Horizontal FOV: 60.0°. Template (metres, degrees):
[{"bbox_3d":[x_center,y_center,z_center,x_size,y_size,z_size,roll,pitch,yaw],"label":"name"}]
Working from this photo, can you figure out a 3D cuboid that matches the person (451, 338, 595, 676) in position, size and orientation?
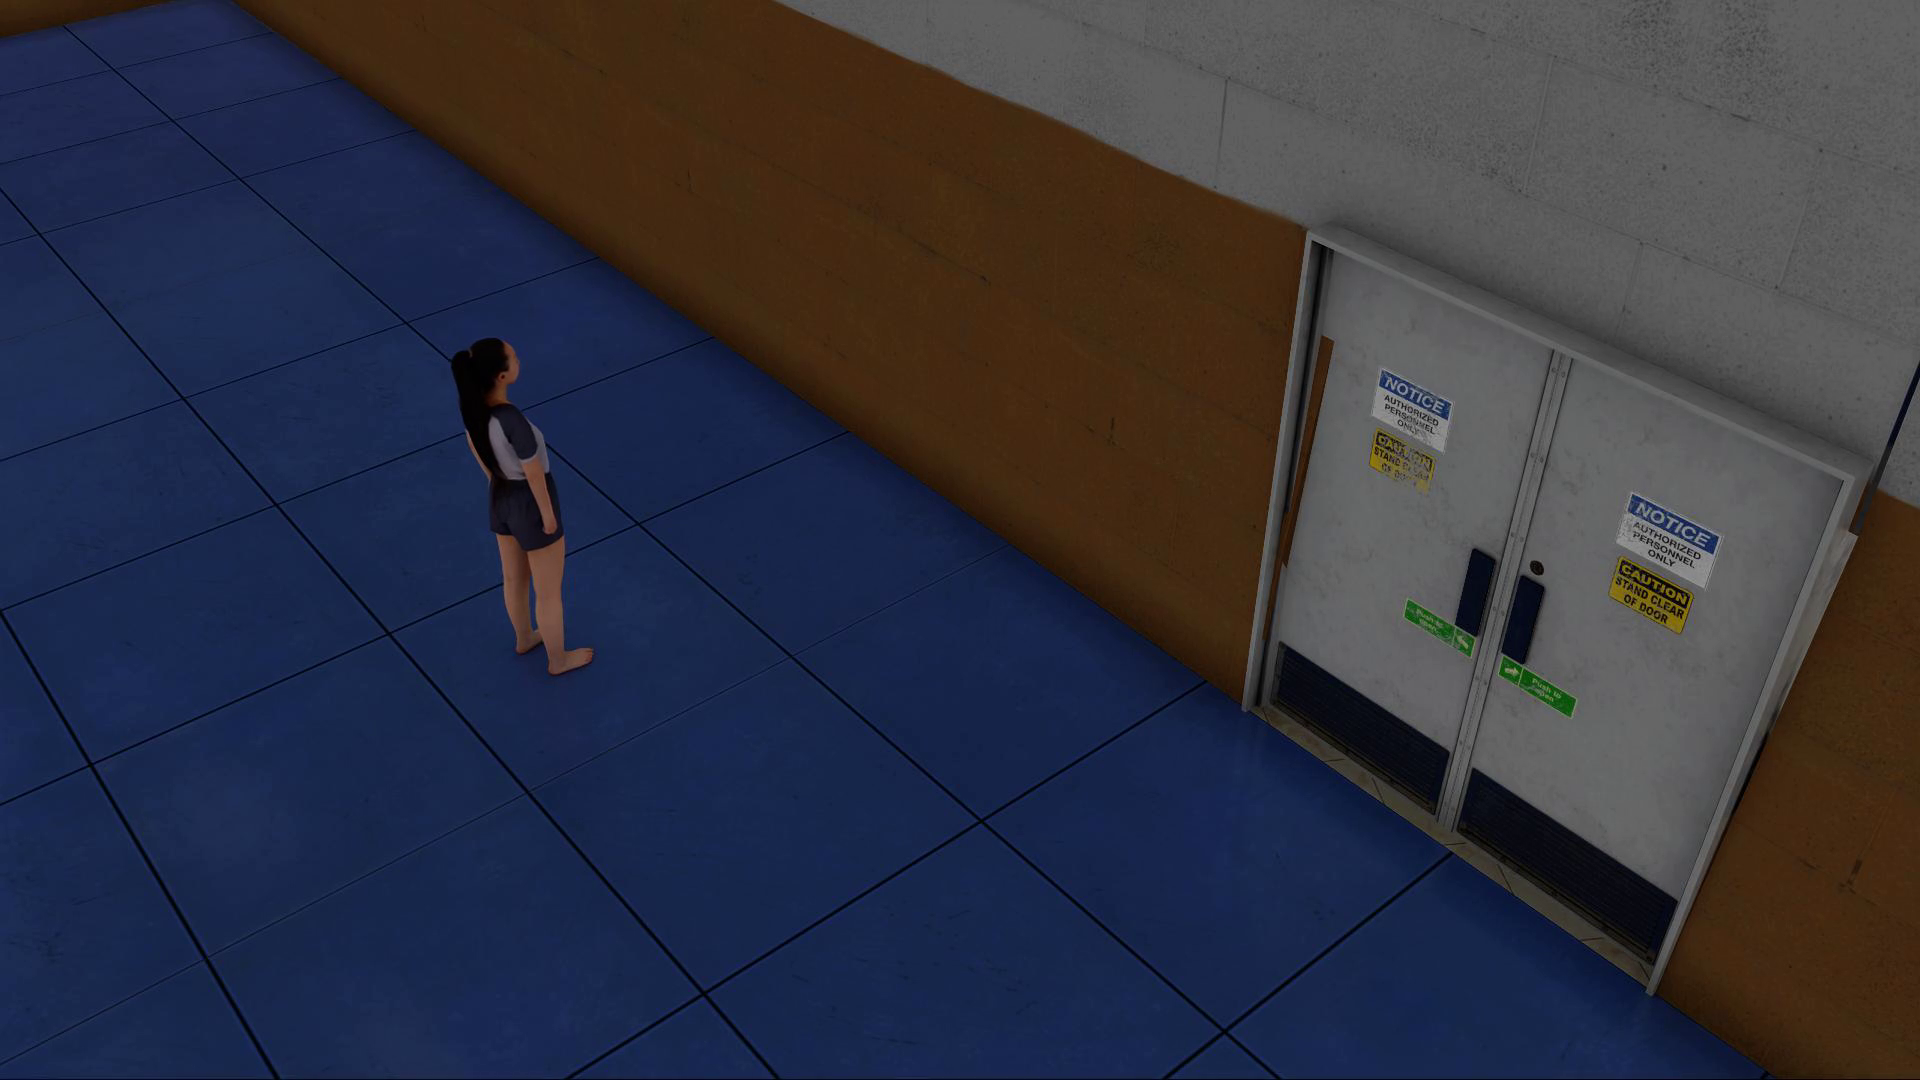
[{"bbox_3d":[-1.873,-0.113,7.086,0.628,1.606,0.575,26,44,31],"label":"person"}]
